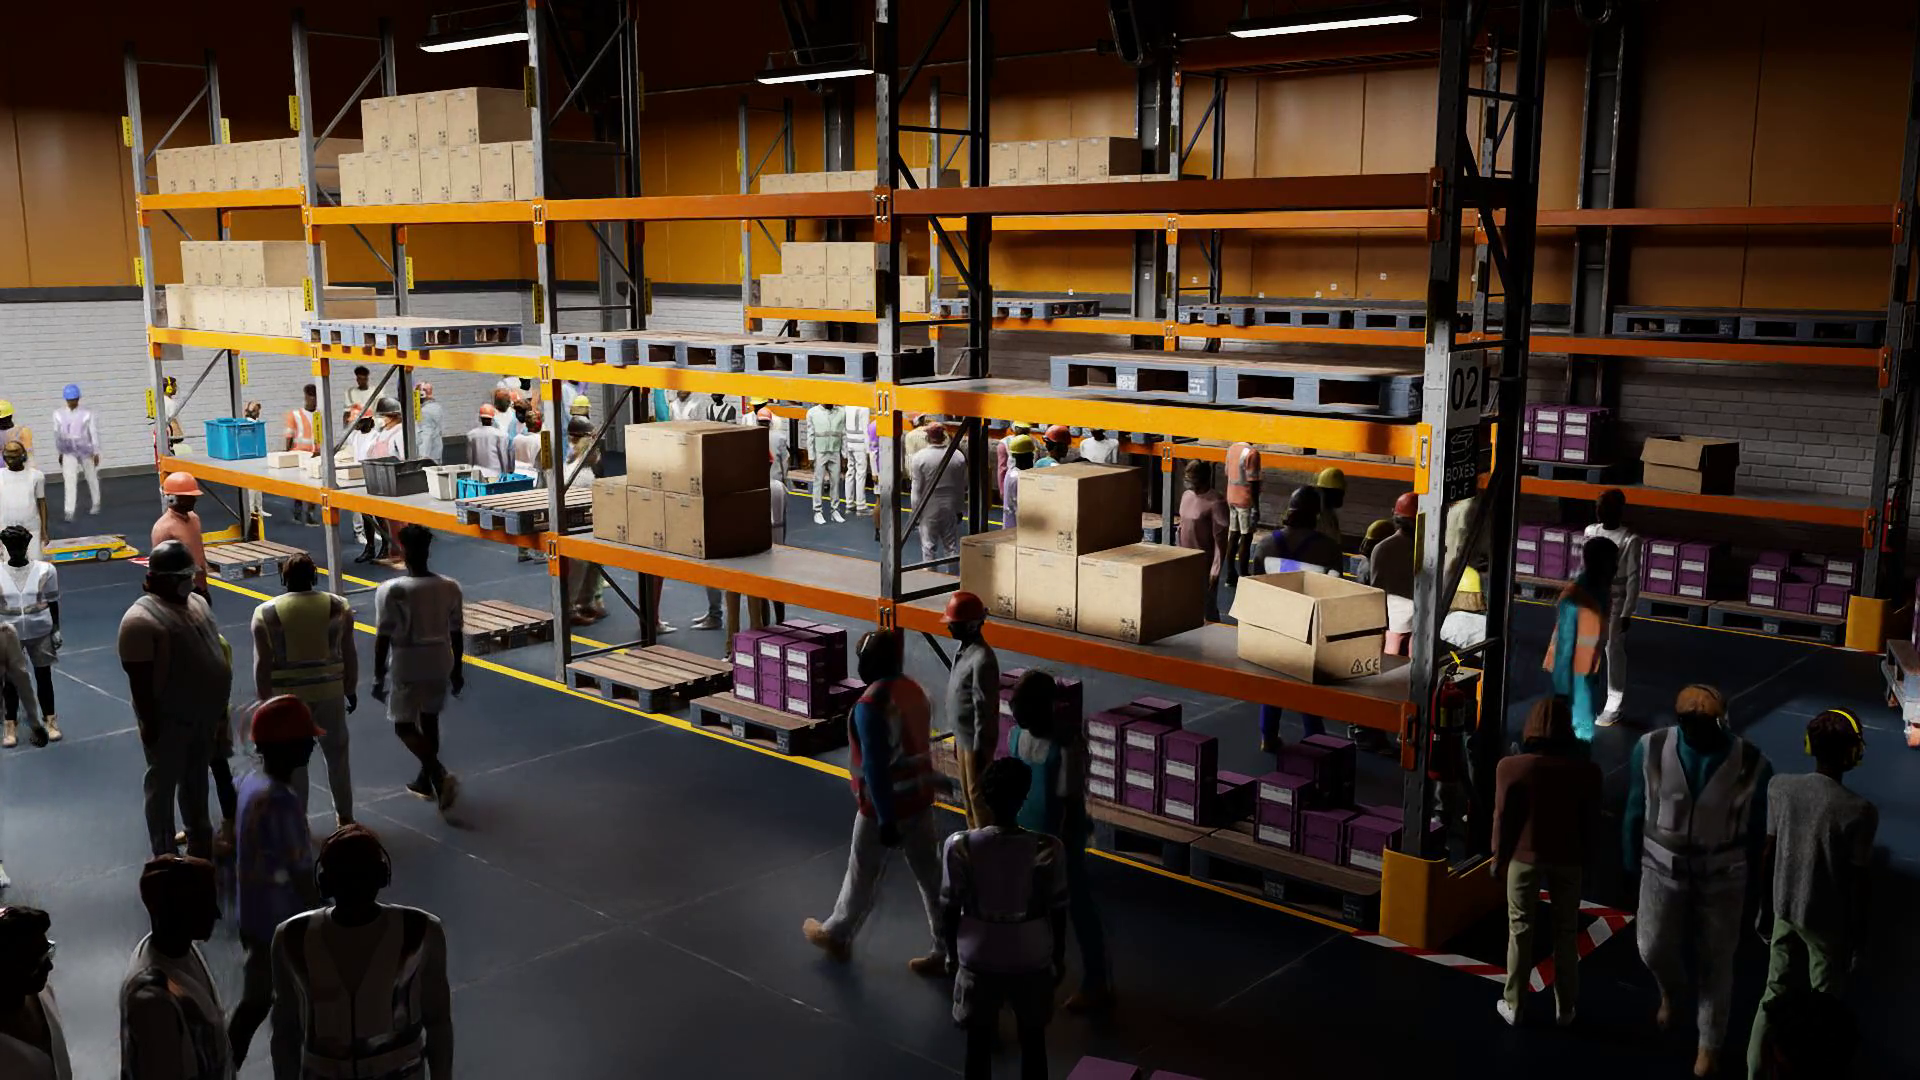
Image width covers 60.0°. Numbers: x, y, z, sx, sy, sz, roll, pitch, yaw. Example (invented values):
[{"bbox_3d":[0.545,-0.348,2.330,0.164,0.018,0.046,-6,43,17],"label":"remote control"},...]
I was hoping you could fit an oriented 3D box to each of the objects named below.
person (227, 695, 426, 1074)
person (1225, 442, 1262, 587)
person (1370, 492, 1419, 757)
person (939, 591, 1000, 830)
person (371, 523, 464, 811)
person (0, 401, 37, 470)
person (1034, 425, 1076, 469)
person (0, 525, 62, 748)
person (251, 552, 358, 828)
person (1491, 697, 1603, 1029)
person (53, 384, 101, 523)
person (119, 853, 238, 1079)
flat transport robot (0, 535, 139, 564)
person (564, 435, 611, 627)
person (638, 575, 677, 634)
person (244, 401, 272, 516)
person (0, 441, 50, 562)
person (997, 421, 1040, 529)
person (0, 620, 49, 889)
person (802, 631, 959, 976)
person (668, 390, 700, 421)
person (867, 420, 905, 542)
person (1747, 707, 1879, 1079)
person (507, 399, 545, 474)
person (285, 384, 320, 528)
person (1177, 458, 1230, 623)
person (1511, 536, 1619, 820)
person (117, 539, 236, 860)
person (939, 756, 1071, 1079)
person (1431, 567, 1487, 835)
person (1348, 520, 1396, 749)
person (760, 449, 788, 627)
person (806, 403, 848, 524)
[{"bbox_3d":[-2.837,1.591,7.136,1.029,1.875,0.562,-6,12,-29],"label":"person"},{"bbox_3d":[3.140,-0.420,18.296,0.399,1.959,0.608,-3,11,-18],"label":"person"},{"bbox_3d":[3.303,0.619,12.356,0.616,1.986,0.407,-6,12,-30],"label":"person"},{"bbox_3d":[0.050,1.161,9.973,0.353,1.743,0.568,-2,10,-13],"label":"person"},{"bbox_3d":[-3.572,0.862,11.108,0.782,1.940,0.634,9,14,43],"label":"person"},{"bbox_3d":[-11.646,-0.773,20.481,0.626,1.900,0.483,4,11,24],"label":"person"},{"bbox_3d":[0.941,-0.138,16.496,0.407,2.036,0.606,-4,11,-19],"label":"person"},{"bbox_3d":[-7.102,0.717,12.618,0.532,1.693,0.319,-6,12,-32],"label":"person"},{"bbox_3d":[-4.182,0.989,10.660,0.626,1.843,0.430,-5,11,-28],"label":"person"},{"bbox_3d":[2.820,1.558,8.034,0.497,1.633,0.287,2,10,11],"label":"person"},{"bbox_3d":[-12.217,-1.223,23.068,0.614,1.888,1.018,-2,10,-12],"label":"person"},{"bbox_3d":[-2.489,1.910,5.366,0.369,1.879,0.584,-3,11,-19],"label":"person"},{"bbox_3d":[-10.711,0.134,19.937,1.431,0.197,0.652,-9,13,-41],"label":"flat transport robot"},{"bbox_3d":[-3.752,-0.092,16.649,0.524,1.905,0.634,-1,10,-5],"label":"person"},{"bbox_3d":[-3.003,-0.023,16.215,0.410,1.908,0.598,-6,12,-30],"label":"person"},{"bbox_3d":[-9.790,-1.106,23.075,0.313,1.639,0.517,1,10,4],"label":"person"},{"bbox_3d":[-9.479,-0.093,16.791,0.504,1.839,0.344,-5,11,-24],"label":"person"},{"bbox_3d":[0.728,-0.630,19.852,0.593,1.828,0.403,-6,12,-30],"label":"person"},{"bbox_3d":[-5.807,1.106,9.880,0.907,1.875,0.624,7,12,34],"label":"person"},{"bbox_3d":[-0.388,1.368,8.712,0.997,1.779,0.631,6,12,32],"label":"person"},{"bbox_3d":[-4.360,-1.672,26.419,0.517,1.593,0.859,1,10,5],"label":"person"},{"bbox_3d":[-0.918,-0.919,21.229,0.392,1.923,0.553,9,13,40],"label":"person"},{"bbox_3d":[3.617,1.621,7.057,0.328,1.861,0.507,-6,11,-29],"label":"person"},{"bbox_3d":[-5.577,-0.907,21.419,0.629,1.837,0.430,5,11,27],"label":"person"},{"bbox_3d":[-8.746,-1.134,22.363,0.639,1.943,0.423,-9,14,-43],"label":"person"},{"bbox_3d":[2.113,0.234,14.677,0.371,1.934,0.627,-5,11,-27],"label":"person"},{"bbox_3d":[4.074,0.884,11.141,0.723,1.892,0.621,9,14,43],"label":"person"},{"bbox_3d":[-4.677,0.997,10.056,0.536,2.000,0.683,2,10,12],"label":"person"},{"bbox_3d":[0.188,1.727,6.901,0.540,1.695,0.317,1,10,4],"label":"person"},{"bbox_3d":[3.228,1.032,10.734,0.487,1.736,0.335,-3,10,-15],"label":"person"},{"bbox_3d":[3.135,0.708,12.561,0.321,1.738,0.486,0,10,2],"label":"person"},{"bbox_3d":[-1.849,0.066,15.645,0.393,1.929,0.553,6,12,31],"label":"person"},{"bbox_3d":[-1.815,-1.179,22.720,0.586,1.914,0.399,-5,11,-26],"label":"person"}]
